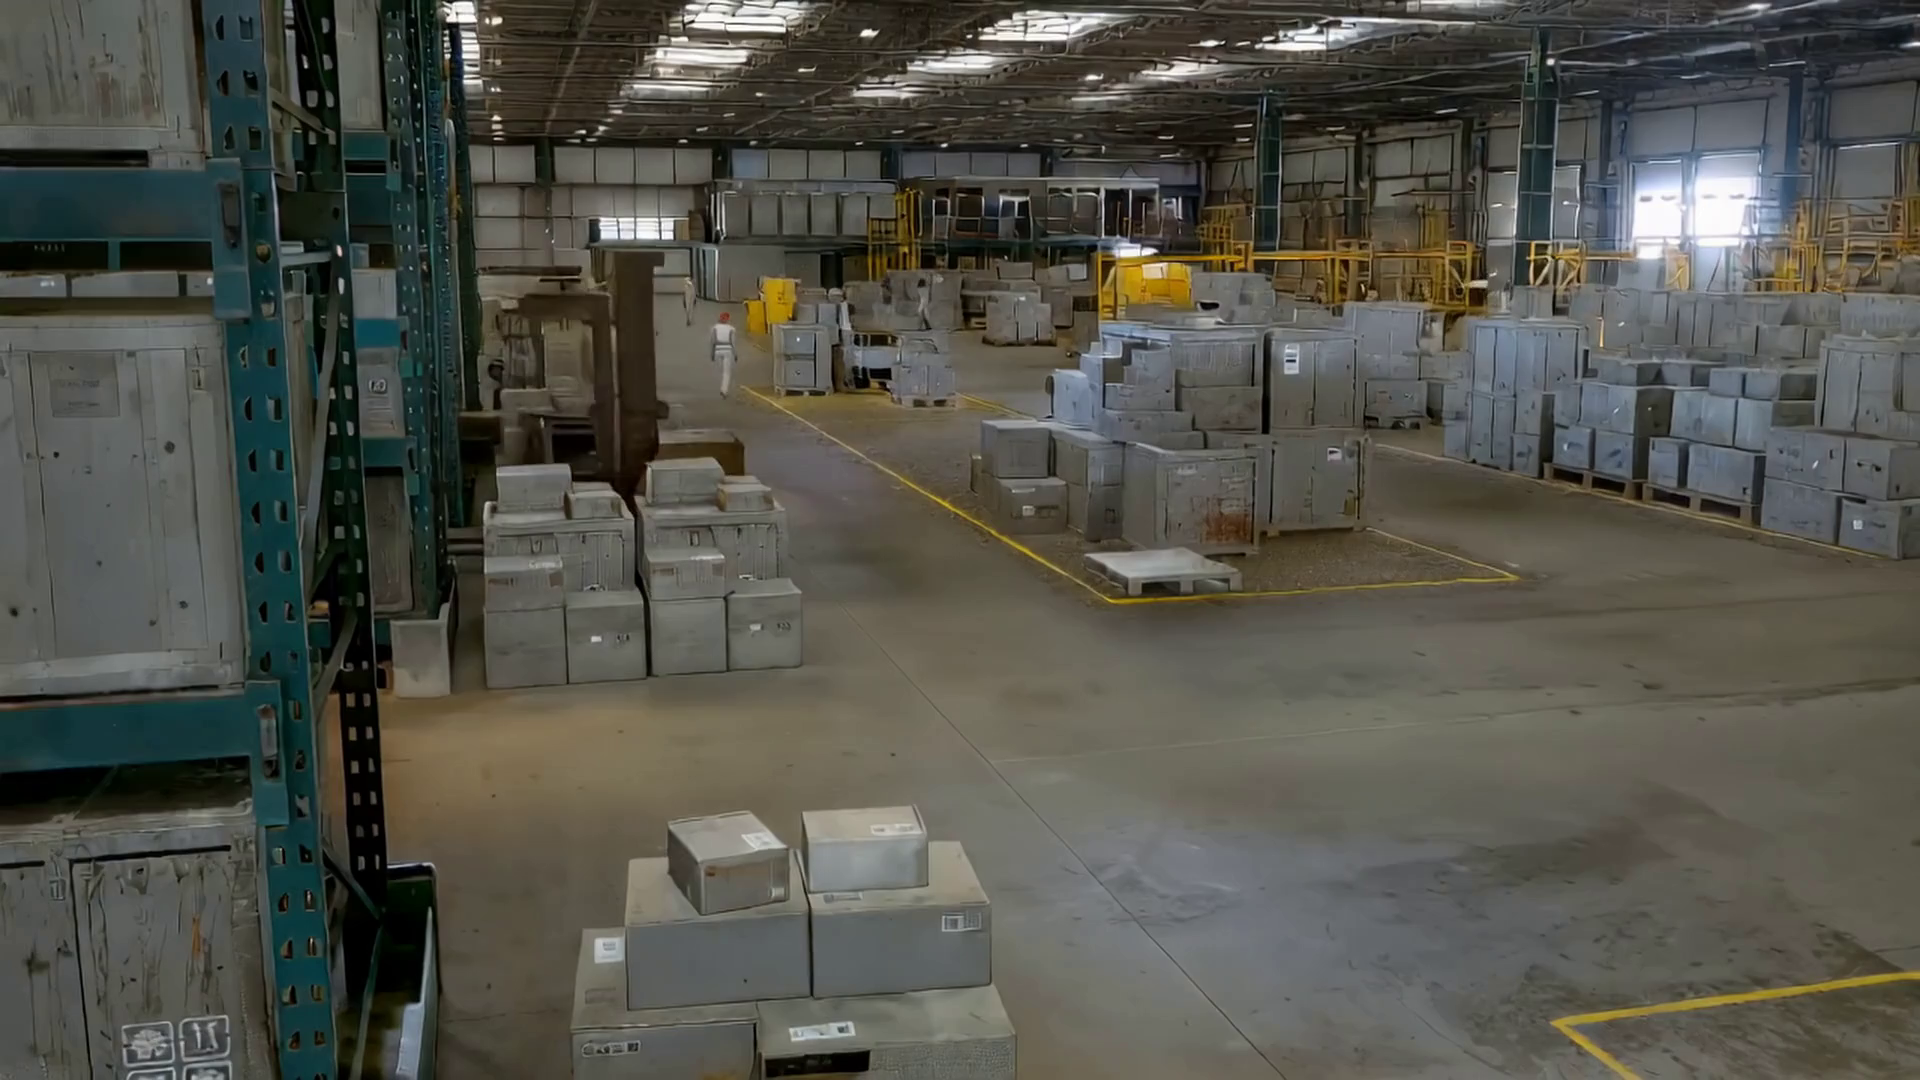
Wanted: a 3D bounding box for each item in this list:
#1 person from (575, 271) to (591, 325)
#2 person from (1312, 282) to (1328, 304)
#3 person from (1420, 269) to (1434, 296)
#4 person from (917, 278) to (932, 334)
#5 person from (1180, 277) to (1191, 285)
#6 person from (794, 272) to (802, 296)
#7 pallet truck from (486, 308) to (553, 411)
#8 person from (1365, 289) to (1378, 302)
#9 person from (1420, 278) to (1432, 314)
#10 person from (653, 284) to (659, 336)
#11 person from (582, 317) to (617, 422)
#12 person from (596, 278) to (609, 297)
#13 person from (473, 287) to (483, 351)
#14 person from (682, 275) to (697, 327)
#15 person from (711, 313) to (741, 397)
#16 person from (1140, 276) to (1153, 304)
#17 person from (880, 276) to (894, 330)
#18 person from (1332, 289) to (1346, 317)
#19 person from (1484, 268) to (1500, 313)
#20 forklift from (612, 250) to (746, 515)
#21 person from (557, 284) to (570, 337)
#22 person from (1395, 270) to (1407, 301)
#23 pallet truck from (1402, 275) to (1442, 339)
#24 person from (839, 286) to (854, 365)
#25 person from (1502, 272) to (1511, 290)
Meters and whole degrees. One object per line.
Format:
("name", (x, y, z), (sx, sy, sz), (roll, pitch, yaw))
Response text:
("person", (-13.769, -8.826, 60.738), (0.609, 1.965, 0.368), (-7, 12, -35))
("person", (11.961, -7.727, 55.307), (0.534, 1.692, 0.321), (6, 12, 32))
("person", (19.966, -10.643, 71.135), (0.624, 1.927, 0.611), (5, 11, 25))
("person", (-1.174, -7.686, 54.637), (0.675, 1.847, 0.519), (9, 14, 43))
("person", (7.737, -8.184, 57.492), (0.488, 1.829, 0.643), (-8, 13, -38))
("person", (-5.983, -8.902, 61.235), (0.345, 1.942, 0.547), (8, 13, 38))
("pallet truck", (-6.242, -2.418, 24.362), (0.823, 1.965, 1.885), (1, 10, 3))
("person", (9.171, -4.686, 37.461), (0.423, 1.915, 0.587), (2, 10, 11))
("person", (15.141, -7.625, 54.013), (0.372, 1.940, 0.627), (7, 12, 33))
("person", (-9.970, -7.398, 53.283), (0.530, 1.737, 0.757), (5, 11, 24))
("person", (-5.835, -2.767, 26.945), (0.630, 1.793, 0.970), (-6, 11, -29))
("person", (-10.460, -6.695, 48.759), (0.367, 1.933, 0.553), (-3, 10, -17))
("person", (-13.096, -6.006, 44.562), (0.536, 2.000, 0.678), (4, 11, 19))
("person", (-9.702, -8.552, 59.555), (0.527, 1.839, 0.880), (0, 10, -1))
("person", (-4.468, -3.549, 31.869), (0.545, 1.591, 0.840), (2, 10, 9))
("person", (6.554, -8.400, 58.682), (0.507, 1.842, 0.351), (-5, 11, -27))
("person", (-2.402, -7.676, 54.436), (0.604, 1.900, 0.529), (-8, 13, -39))
("person", (8.888, -4.898, 38.769), (0.355, 1.876, 0.574), (-7, 12, -34))
("person", (22.597, -10.587, 70.713), (0.625, 1.968, 0.801), (-1, 10, -3))
("forklift", (-2.989, -1.296, 15.511), (1.873, 2.768, 1.129), (-3, 10, -15))
("person", (-12.657, -7.328, 53.034), (0.534, 1.692, 0.320), (1, 10, 7))
("person", (19.503, -11.014, 73.489), (0.430, 1.840, 0.626), (-7, 12, -34))
("pallet truck", (14.620, -7.324, 52.145), (0.823, 1.965, 1.885), (8, 13, 40))
("person", (-2.723, -5.178, 40.224), (0.392, 1.917, 0.593), (1, 10, 8))
("person", (20.831, -9.176, 62.896), (0.611, 1.905, 0.628), (5, 11, 28))
